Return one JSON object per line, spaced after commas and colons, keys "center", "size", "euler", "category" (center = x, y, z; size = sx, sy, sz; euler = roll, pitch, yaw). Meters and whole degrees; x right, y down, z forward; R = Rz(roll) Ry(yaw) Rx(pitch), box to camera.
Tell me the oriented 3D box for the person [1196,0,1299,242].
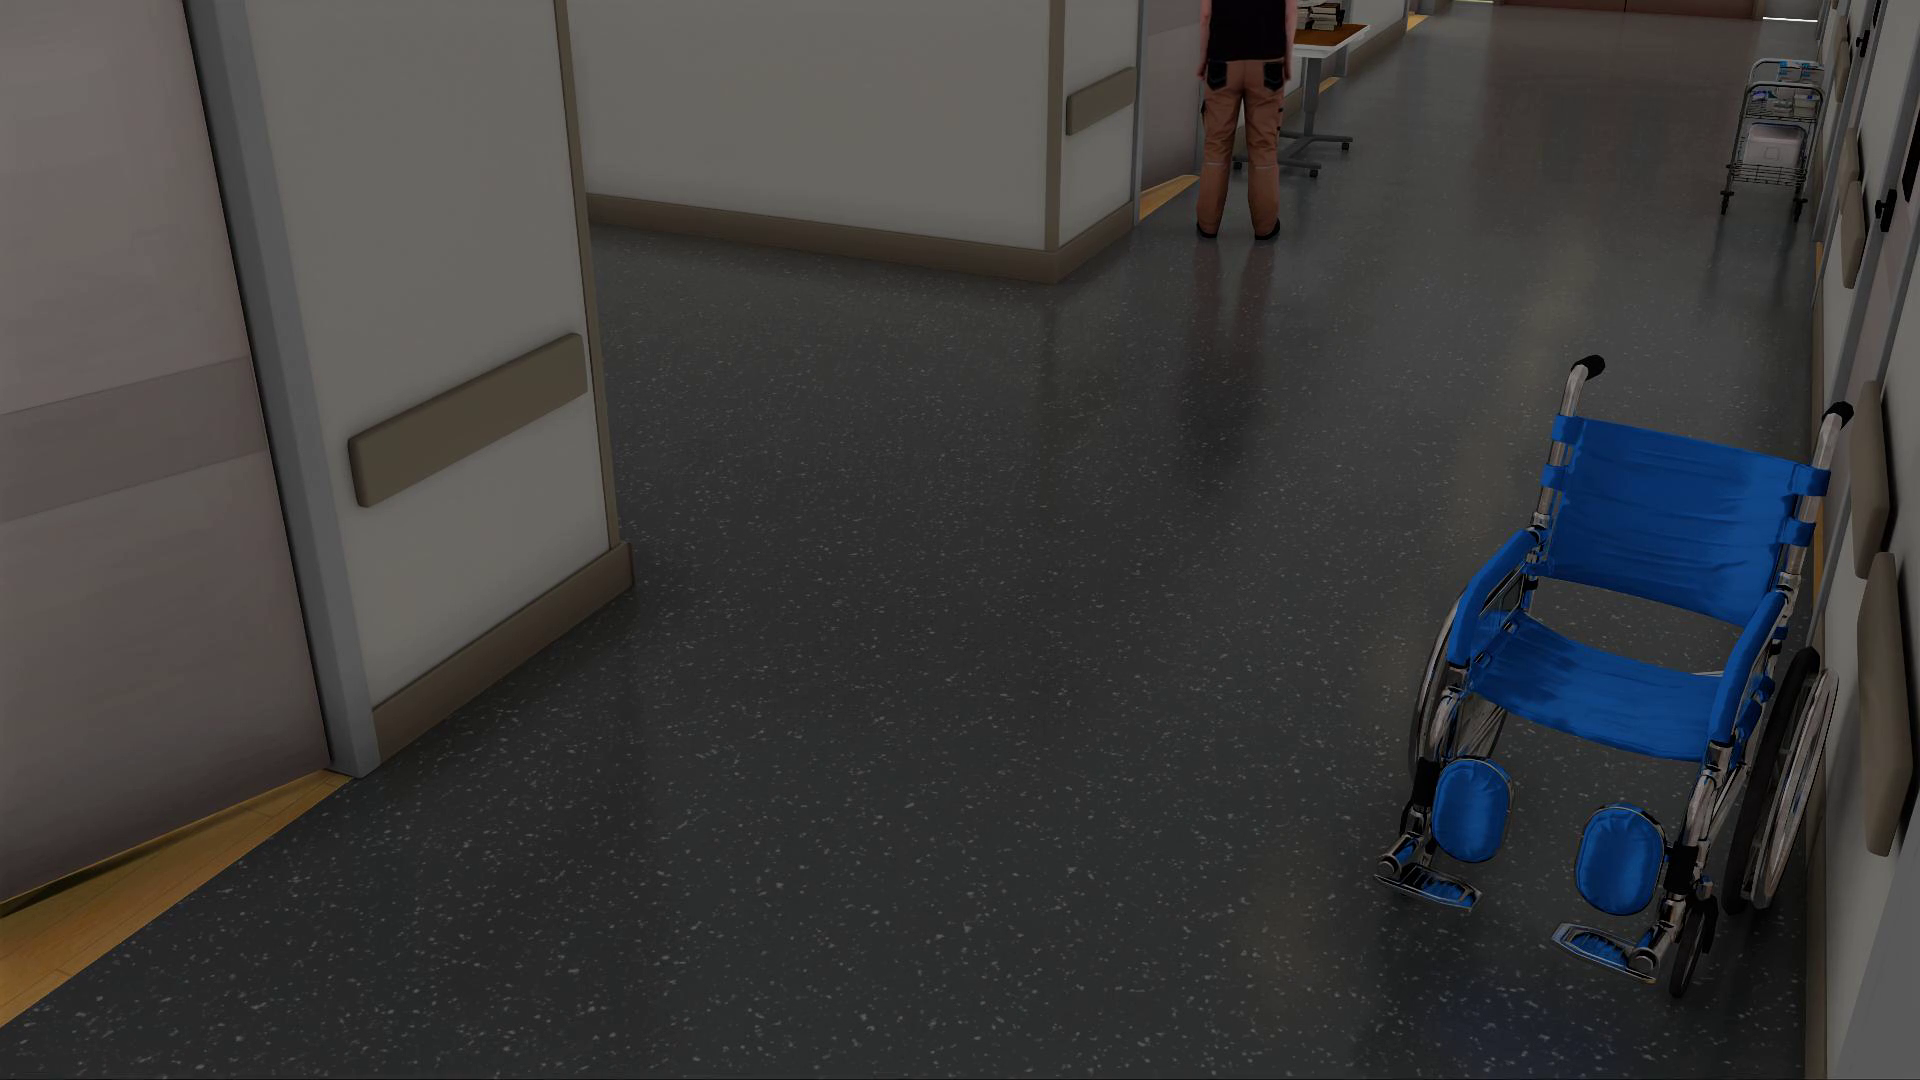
{"center": [1.510, -2.531, 8.827], "size": [0.729, 1.843, 0.663], "euler": [6, 26, 11], "category": "person"}
